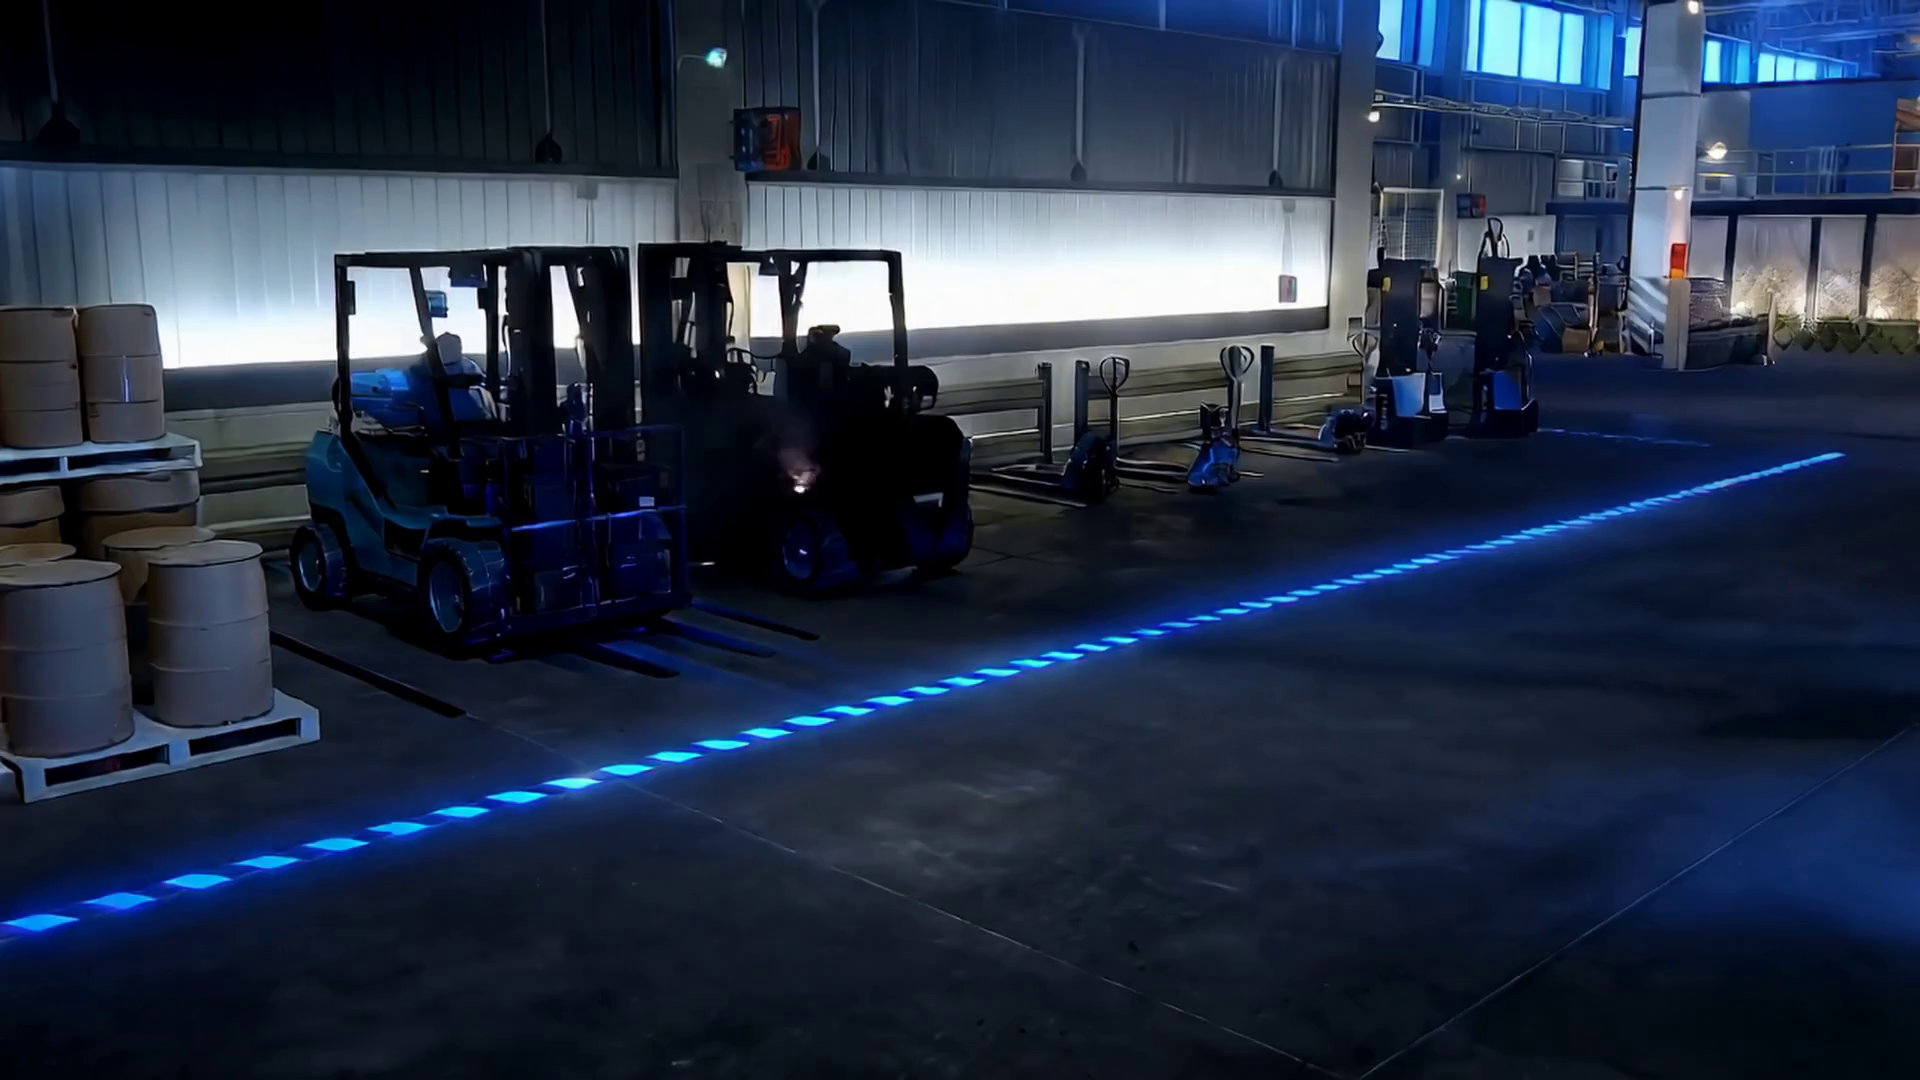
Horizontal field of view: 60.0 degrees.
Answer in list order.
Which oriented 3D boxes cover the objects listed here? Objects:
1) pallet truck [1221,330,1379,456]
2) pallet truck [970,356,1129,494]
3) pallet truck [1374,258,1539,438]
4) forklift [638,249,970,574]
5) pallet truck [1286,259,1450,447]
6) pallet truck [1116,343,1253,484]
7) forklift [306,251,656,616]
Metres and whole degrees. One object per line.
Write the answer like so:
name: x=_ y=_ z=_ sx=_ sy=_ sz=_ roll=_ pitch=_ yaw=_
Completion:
pallet truck: x=3.563 y=-1.581 z=17.381 sx=0.653 sy=1.274 sz=1.630 roll=-10 pitch=14 yaw=-44
pallet truck: x=0.784 y=-1.085 z=14.876 sx=0.680 sy=1.201 sz=1.601 roll=-10 pitch=14 yaw=-44
pallet truck: x=5.704 y=-2.208 z=18.901 sx=1.885 sy=1.965 sz=0.823 roll=10 pitch=14 yaw=43
forklift: x=-1.173 y=-0.958 z=11.239 sx=2.680 sy=1.987 sz=1.157 roll=10 pitch=14 yaw=43
pallet truck: x=4.493 y=-2.078 z=18.196 sx=0.823 sy=1.965 sz=1.885 roll=-9 pitch=14 yaw=-40
pallet truck: x=1.962 y=-1.215 z=15.415 sx=1.522 sy=1.261 sz=0.704 roll=10 pitch=14 yaw=43
forklift: x=-2.833 y=-0.669 z=9.694 sx=1.157 sy=1.987 sz=2.680 roll=-10 pitch=14 yaw=-44
